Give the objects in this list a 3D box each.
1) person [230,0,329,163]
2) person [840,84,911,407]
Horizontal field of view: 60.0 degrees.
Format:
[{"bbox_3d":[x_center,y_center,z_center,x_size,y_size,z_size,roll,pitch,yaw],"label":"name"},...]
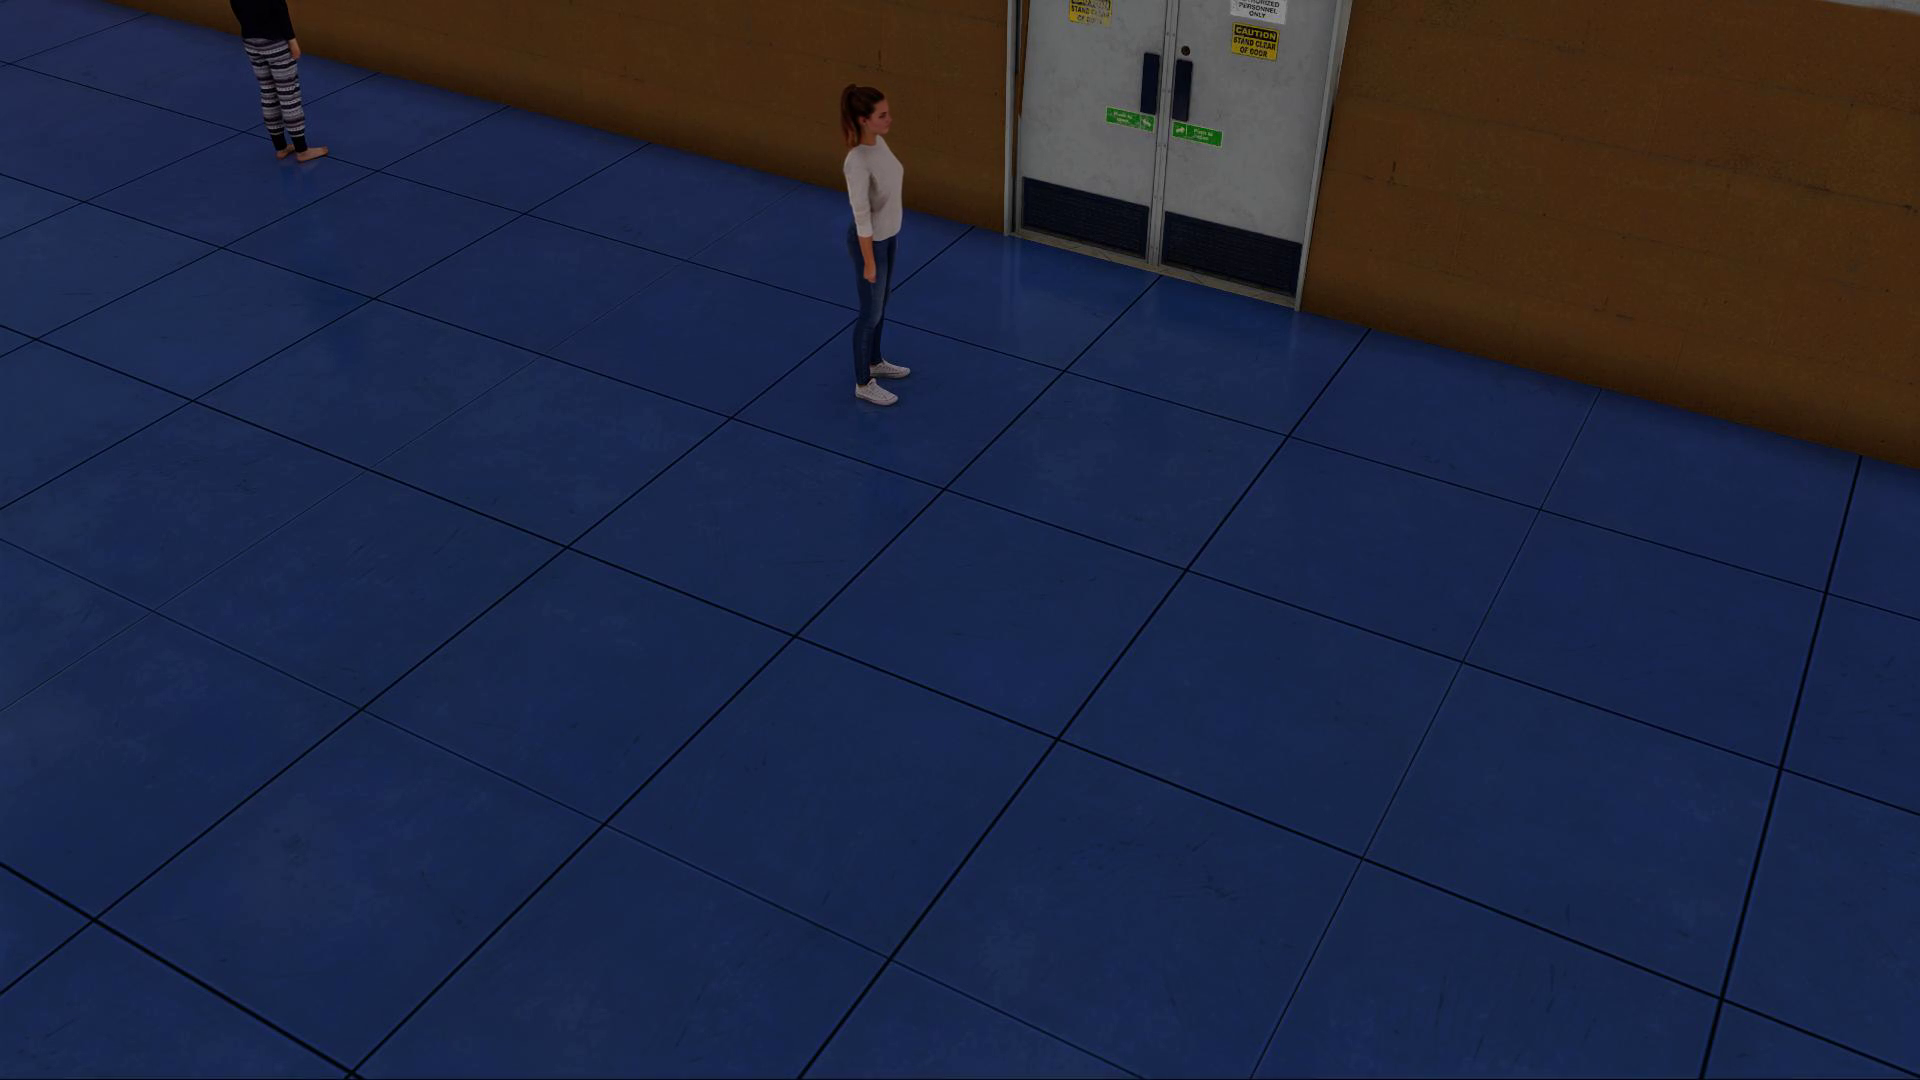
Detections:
[{"bbox_3d":[-4.663,-3.394,11.170,0.614,1.734,0.526,16,40,21],"label":"person"},{"bbox_3d":[-0.460,-1.547,8.720,0.726,1.720,0.571,8,38,10],"label":"person"}]
